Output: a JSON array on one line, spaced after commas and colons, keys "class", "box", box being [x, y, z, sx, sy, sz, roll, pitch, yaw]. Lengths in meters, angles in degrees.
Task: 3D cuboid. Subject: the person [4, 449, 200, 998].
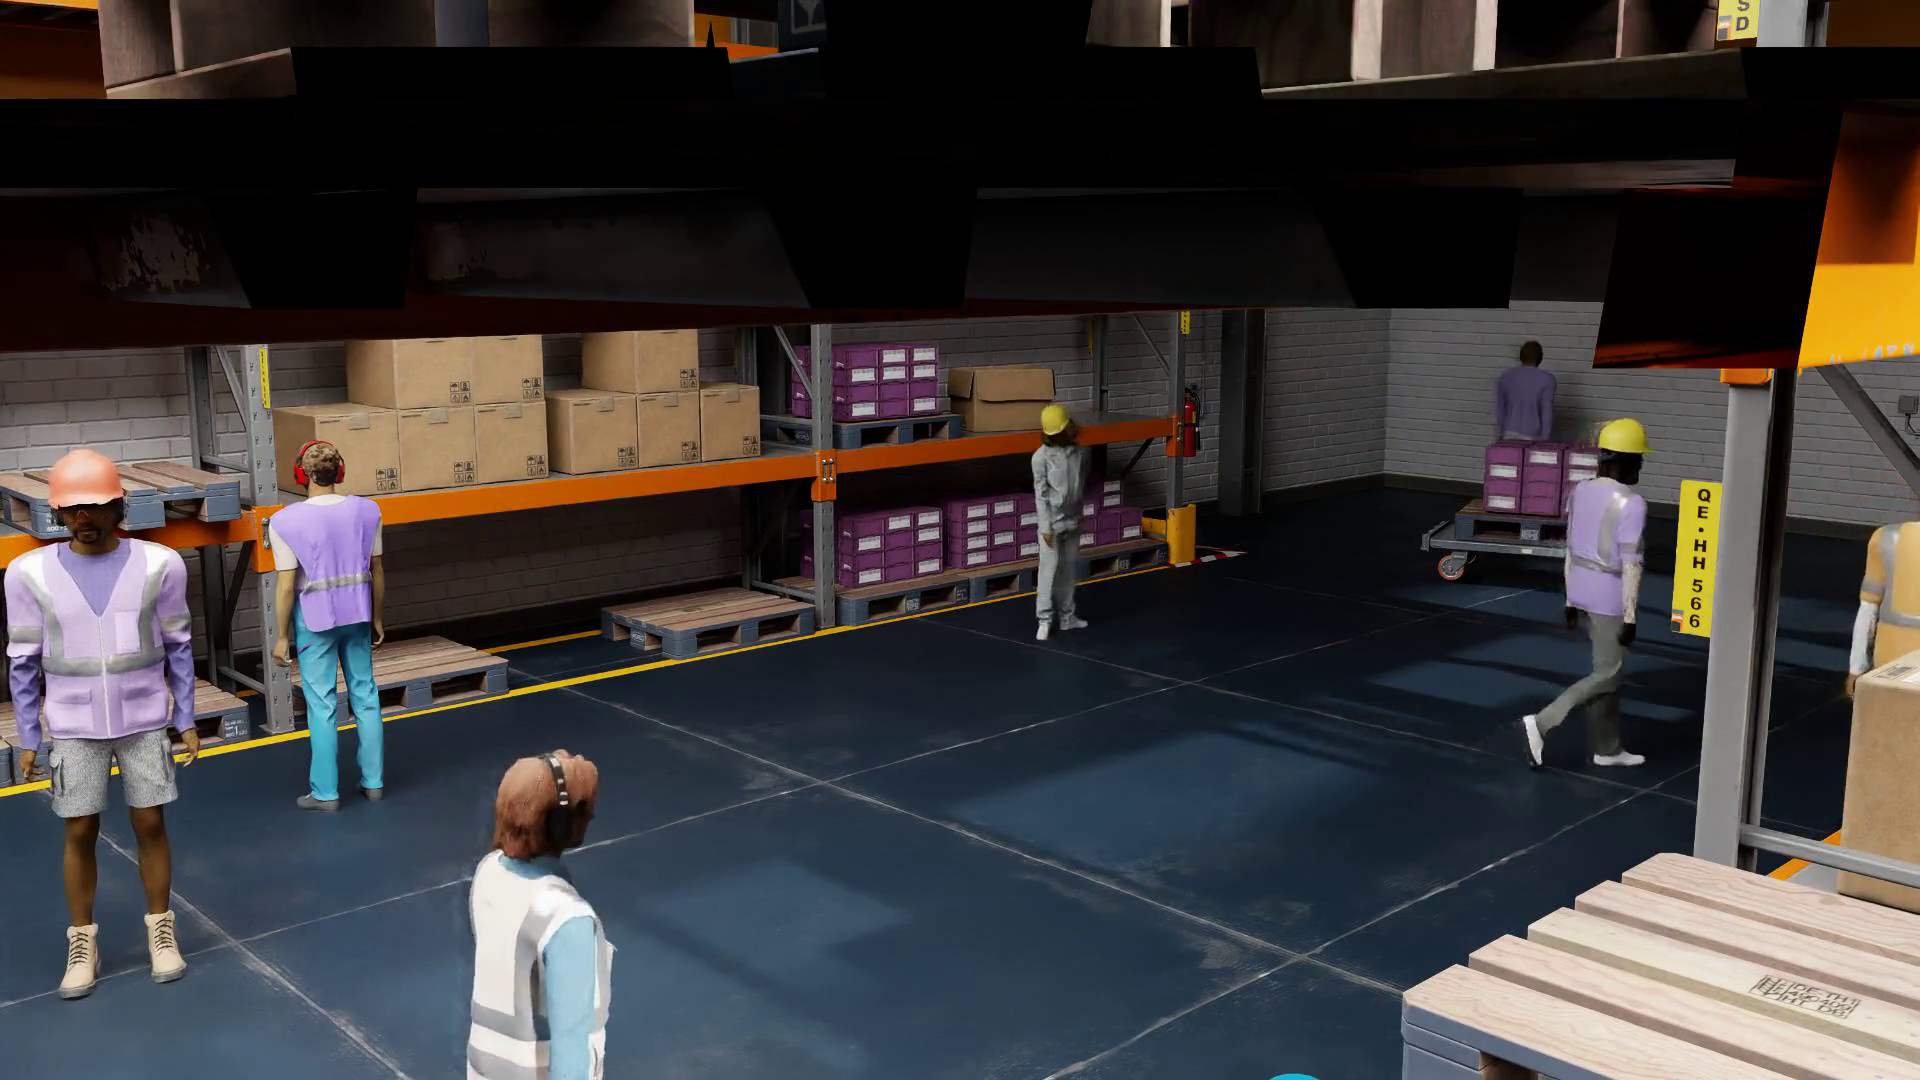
[{"class": "person", "box": [-3.160, 0.677, 6.172, 0.615, 2.040, 0.391, -5, 11, -26]}]

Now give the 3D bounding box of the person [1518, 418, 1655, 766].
[{"class": "person", "box": [3.329, 0.305, 8.780, 0.732, 1.904, 0.584, -2, 10, -11]}]

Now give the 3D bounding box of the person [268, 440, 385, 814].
[{"class": "person", "box": [-3.091, 0.429, 8.192, 0.390, 1.847, 0.563, 9, 13, 42]}]

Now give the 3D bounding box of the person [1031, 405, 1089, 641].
[{"class": "person", "box": [0.776, -0.138, 11.952, 0.669, 1.698, 0.365, -9, 13, -43]}]

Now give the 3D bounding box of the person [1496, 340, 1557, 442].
[{"class": "person", "box": [5.760, -1.091, 16.991, 0.648, 1.889, 1.014, 9, 13, 42]}]

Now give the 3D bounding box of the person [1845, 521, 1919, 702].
[{"class": "person", "box": [4.282, 0.547, 7.306, 0.778, 1.909, 0.585, -9, 13, -44]}]

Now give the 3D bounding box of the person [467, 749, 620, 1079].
[{"class": "person", "box": [-0.897, 1.273, 3.938, 0.802, 1.602, 0.534, -8, 13, -40]}]
